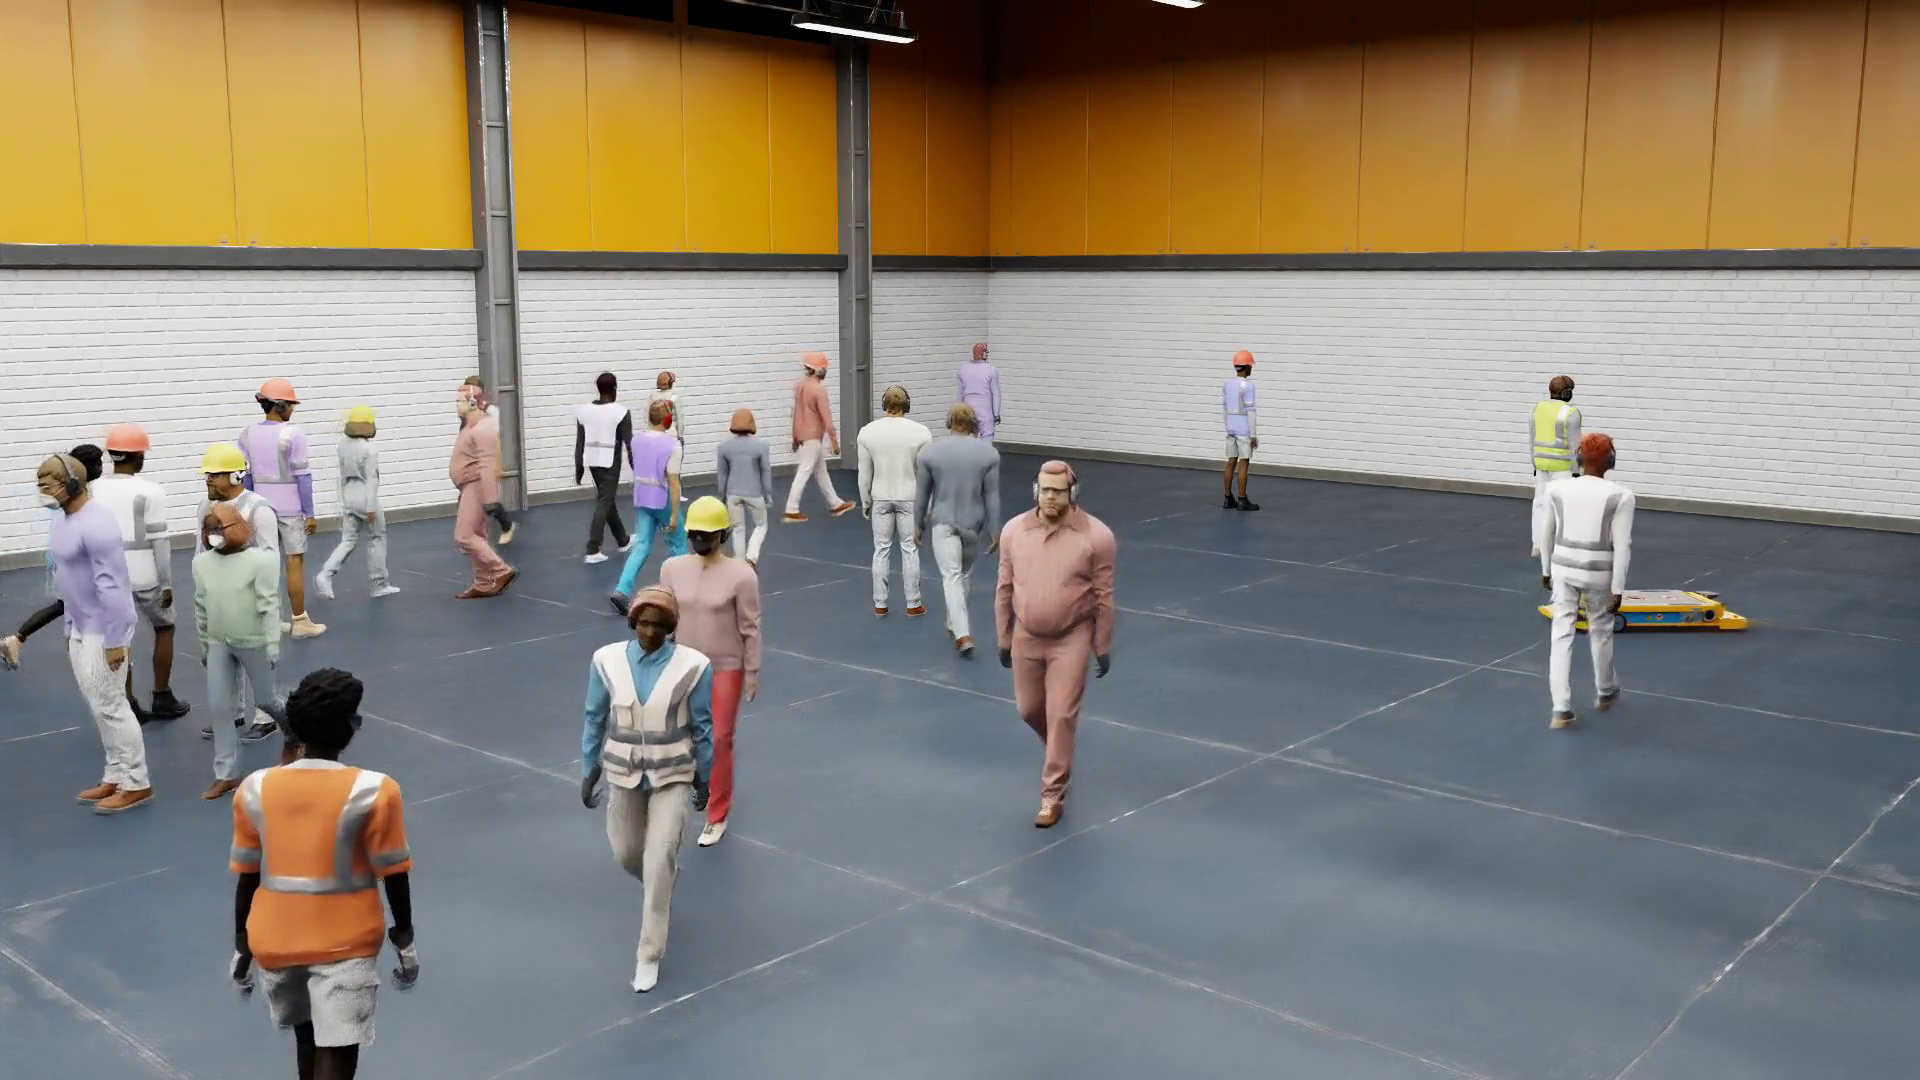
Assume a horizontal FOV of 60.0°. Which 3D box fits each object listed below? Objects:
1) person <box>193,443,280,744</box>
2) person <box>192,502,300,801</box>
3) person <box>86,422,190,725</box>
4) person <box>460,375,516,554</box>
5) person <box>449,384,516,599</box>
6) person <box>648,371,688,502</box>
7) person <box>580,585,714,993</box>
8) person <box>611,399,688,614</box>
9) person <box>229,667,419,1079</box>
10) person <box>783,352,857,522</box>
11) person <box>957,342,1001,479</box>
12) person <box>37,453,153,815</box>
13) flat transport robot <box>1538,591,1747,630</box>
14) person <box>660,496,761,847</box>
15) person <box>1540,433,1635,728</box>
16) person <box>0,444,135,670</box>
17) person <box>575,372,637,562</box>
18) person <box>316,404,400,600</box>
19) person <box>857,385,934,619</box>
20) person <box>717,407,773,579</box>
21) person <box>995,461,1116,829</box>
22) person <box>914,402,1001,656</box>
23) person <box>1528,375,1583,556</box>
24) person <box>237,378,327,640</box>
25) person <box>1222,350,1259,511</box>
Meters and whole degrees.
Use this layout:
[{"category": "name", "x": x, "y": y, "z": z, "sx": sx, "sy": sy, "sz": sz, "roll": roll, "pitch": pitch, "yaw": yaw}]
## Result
[{"category": "person", "x": -4.406, "y": 0.321, "z": 10.094, "sx": 0.603, "sy": 1.830, "sz": 0.404, "roll": 4, "pitch": 10, "yaw": 25}, {"category": "person", "x": -3.968, "y": 0.572, "z": 9.234, "sx": 0.514, "sy": 1.606, "sz": 0.746, "roll": 1, "pitch": 9, "yaw": 8}, {"category": "person", "x": -5.180, "y": 0.219, "z": 10.463, "sx": 0.571, "sy": 1.920, "sz": 0.551, "roll": 0, "pitch": 9, "yaw": 0}, {"category": "person", "x": -4.871, "y": -0.782, "z": 17.046, "sx": 0.536, "sy": 1.826, "sz": 0.635, "roll": 5, "pitch": 10, "yaw": 29}, {"category": "person", "x": -4.231, "y": -0.409, "z": 14.494, "sx": 0.448, "sy": 1.892, "sz": 0.646, "roll": -3, "pitch": 10, "yaw": -20}, {"category": "person", "x": -3.665, "y": -1.283, "z": 20.767, "sx": 0.515, "sy": 1.641, "sz": 0.314, "roll": 5, "pitch": 10, "yaw": 27}, {"category": "person", "x": -1.256, "y": 0.953, "z": 6.817, "sx": 0.550, "sy": 1.607, "sz": 0.700, "roll": 1, "pitch": 9, "yaw": 4}, {"category": "person", "x": -2.563, "y": -0.286, "z": 13.991, "sx": 0.574, "sy": 1.815, "sz": 0.919, "roll": 5, "pitch": 10, "yaw": 30}, {"category": "person", "x": -1.928, "y": 1.227, "z": 4.975, "sx": 0.552, "sy": 1.651, "sz": 0.813, "roll": 1, "pitch": 9, "yaw": 5}, {"category": "person", "x": -1.629, "y": -1.184, "z": 19.185, "sx": 1.015, "sy": 1.938, "sz": 0.647, "roll": -5, "pitch": 10, "yaw": -29}, {"category": "person", "x": 0.284, "y": -1.781, "z": 23.062, "sx": 0.654, "sy": 1.906, "sz": 0.408, "roll": 5, "pitch": 10, "yaw": 27}, {"category": "person", "x": -4.578, "y": 0.490, "z": 8.780, "sx": 0.418, "sy": 1.920, "sz": 0.645, "roll": -8, "pitch": 12, "yaw": -41}, {"category": "flat transport robot", "x": 5.516, "y": 0.561, "z": 13.477, "sx": 1.431, "sy": 0.197, "sz": 0.652, "roll": 0, "pitch": 9, "yaw": -1}, {"category": "person", "x": -1.248, "y": 0.632, "z": 8.369, "sx": 0.551, "sy": 1.751, "sz": 0.469, "roll": 2, "pitch": 9, "yaw": 13}, {"category": "person", "x": 4.005, "y": 0.230, "z": 10.627, "sx": 0.601, "sy": 1.835, "sz": 0.959, "roll": 6, "pitch": 11, "yaw": 34}, {"category": "person", "x": -6.320, "y": 0.159, "z": 11.688, "sx": 0.772, "sy": 1.667, "sz": 0.541, "roll": -9, "pitch": 12, "yaw": -43}, {"category": "person", "x": -3.507, "y": -0.740, "z": 16.674, "sx": 0.613, "sy": 1.860, "sz": 1.016, "roll": 4, "pitch": 10, "yaw": 24}, {"category": "person", "x": -5.273, "y": -0.322, "z": 14.485, "sx": 0.484, "sy": 1.714, "sz": 0.739, "roll": 4, "pitch": 10, "yaw": 26}, {"category": "person", "x": -0.523, "y": -0.309, "z": 13.721, "sx": 0.635, "sy": 1.939, "sz": 0.367, "roll": 1, "pitch": 9, "yaw": 9}, {"category": "person", "x": -1.974, "y": -0.407, "z": 15.294, "sx": 0.517, "sy": 1.621, "sz": 0.360, "roll": 1, "pitch": 9, "yaw": 7}, {"category": "person", "x": 0.503, "y": 0.504, "z": 8.802, "sx": 0.645, "sy": 1.882, "sz": 0.813, "roll": 3, "pitch": 10, "yaw": 21}, {"category": "person", "x": -0.014, "y": -0.094, "z": 12.574, "sx": 0.656, "sy": 1.880, "sz": 1.008, "roll": -1, "pitch": 9, "yaw": -7}, {"category": "person", "x": 5.959, "y": -0.719, "z": 16.597, "sx": 0.429, "sy": 1.844, "sz": 0.625, "roll": -5, "pitch": 10, "yaw": -27}, {"category": "person", "x": -5.287, "y": -0.240, "z": 12.978, "sx": 0.605, "sy": 2.037, "sz": 0.394, "roll": 3, "pitch": 9, "yaw": 17}, {"category": "person", "x": 3.406, "y": -1.319, "z": 20.068, "sx": 0.370, "sy": 1.935, "sz": 0.556, "roll": -5, "pitch": 10, "yaw": -29}]
